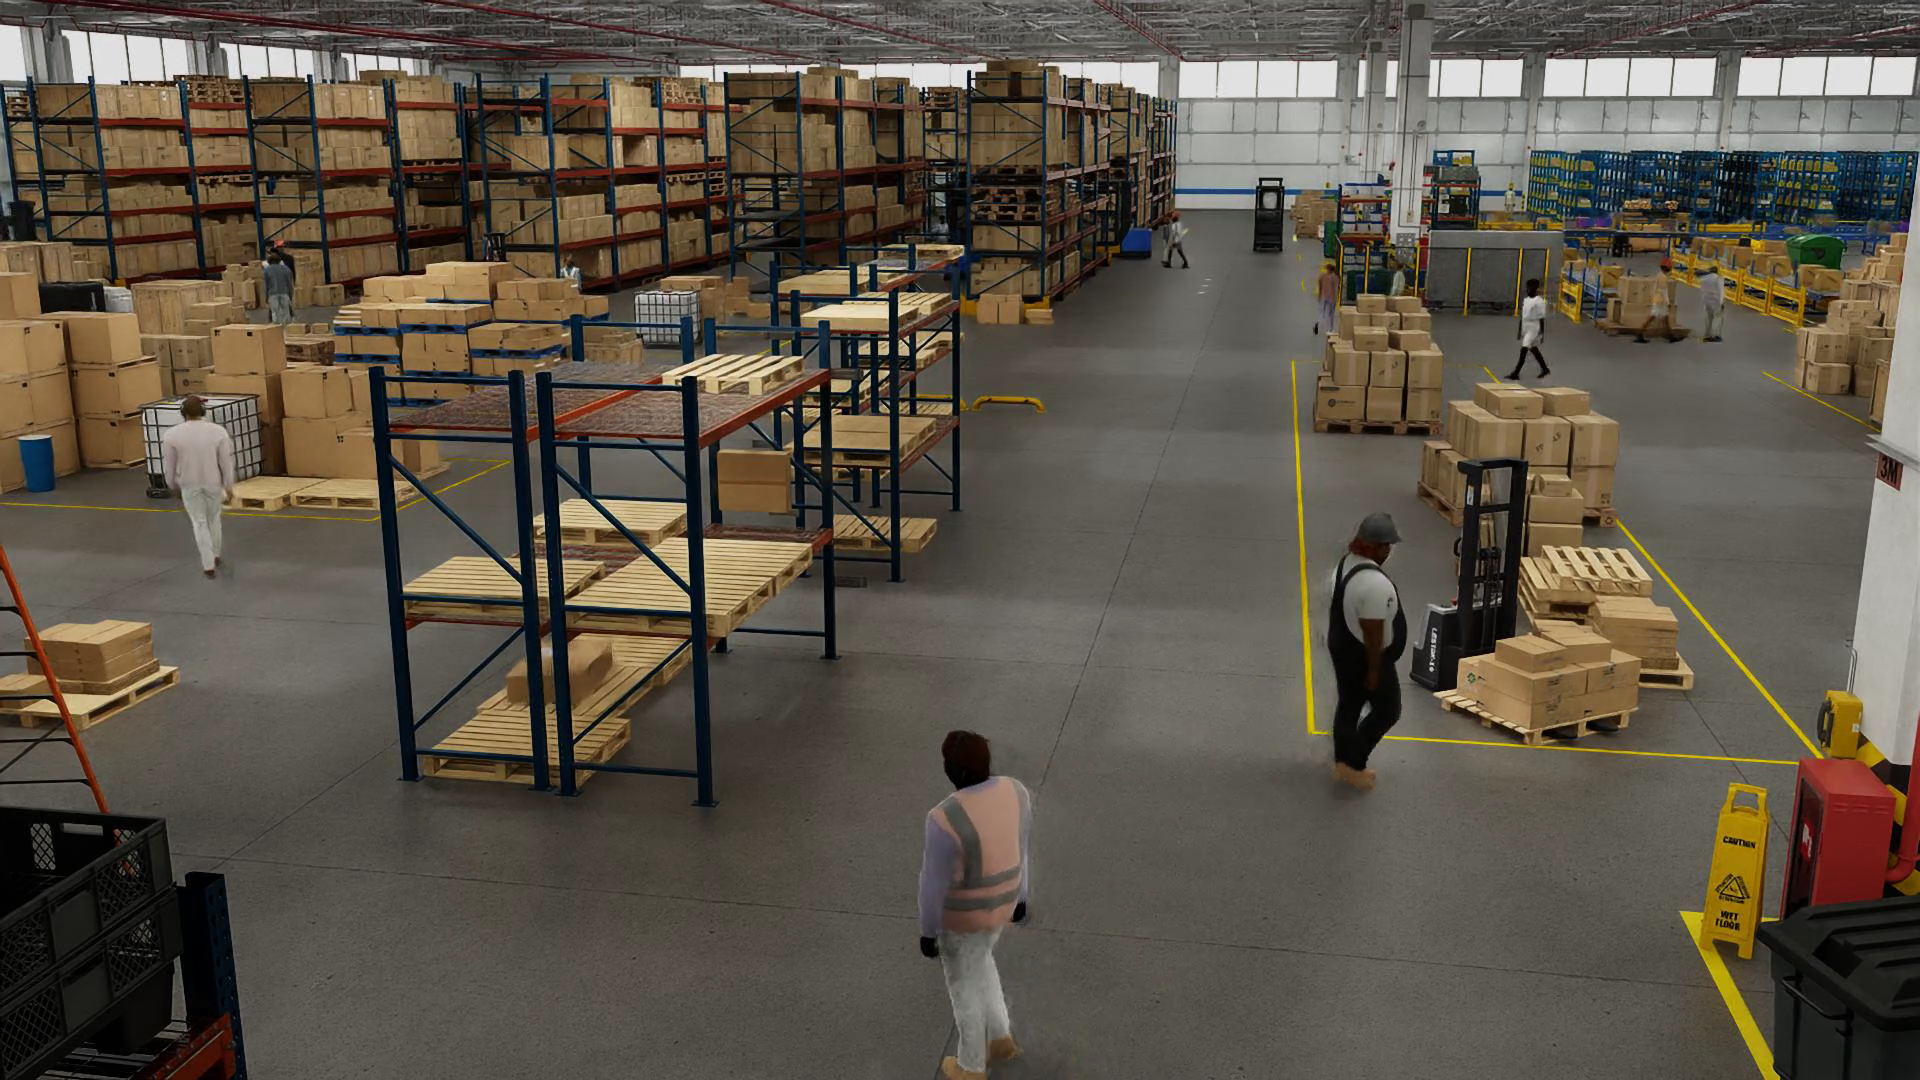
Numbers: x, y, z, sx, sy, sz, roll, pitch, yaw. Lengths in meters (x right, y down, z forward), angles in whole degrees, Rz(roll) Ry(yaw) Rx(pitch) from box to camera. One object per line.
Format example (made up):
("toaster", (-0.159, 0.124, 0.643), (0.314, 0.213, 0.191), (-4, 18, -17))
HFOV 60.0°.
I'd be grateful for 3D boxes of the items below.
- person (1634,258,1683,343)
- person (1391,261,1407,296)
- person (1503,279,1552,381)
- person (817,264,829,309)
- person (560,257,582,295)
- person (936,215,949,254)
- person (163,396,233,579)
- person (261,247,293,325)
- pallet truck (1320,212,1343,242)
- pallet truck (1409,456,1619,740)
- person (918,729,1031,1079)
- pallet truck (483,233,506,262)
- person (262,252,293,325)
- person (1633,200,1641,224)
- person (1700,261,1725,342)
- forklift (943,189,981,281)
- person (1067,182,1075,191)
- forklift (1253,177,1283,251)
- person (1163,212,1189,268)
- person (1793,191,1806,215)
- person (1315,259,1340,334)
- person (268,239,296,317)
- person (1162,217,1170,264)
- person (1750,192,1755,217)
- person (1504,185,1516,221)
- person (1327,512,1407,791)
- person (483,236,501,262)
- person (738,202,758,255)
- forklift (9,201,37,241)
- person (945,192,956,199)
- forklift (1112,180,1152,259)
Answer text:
("person", (15.426, -5.254, 36.604), (1.011, 1.890, 0.550), (5, 15, 21))
("person", (10.434, -5.777, 39.261), (0.835, 1.597, 0.534), (4, 14, 16))
("person", (10.748, -3.942, 31.186), (0.997, 1.929, 0.620), (-2, 14, -10))
("person", (-3.062, -5.331, 37.282), (0.322, 1.696, 0.536), (0, 14, 1))
("person", (-9.420, -6.039, 40.296), (0.524, 1.631, 0.323), (1, 14, 3))
("person", (-0.596, -10.665, 58.992), (0.544, 1.664, 0.786), (-4, 14, -17))
("person", (-8.063, -0.580, 17.587), (0.633, 1.896, 0.962), (-10, 17, -34))
("person", (-16.431, -6.073, 39.912), (0.608, 1.892, 0.625), (1, 14, 3))
("pallet truck", (15.874, -13.227, 70.310), (0.680, 1.201, 1.601), (10, 17, 35))
("pallet truck", (4.504, 0.400, 13.395), (0.823, 1.965, 1.885), (-6, 15, -23))
("person", (0.051, 1.794, 8.083), (0.653, 1.825, 0.452), (-13, 19, -42))
("pallet truck", (-11.832, -7.026, 43.548), (1.885, 1.965, 0.823), (8, 16, 28))
("person", (-15.402, -5.524, 37.591), (0.630, 1.931, 0.366), (-10, 17, -35))
("person", (28.683, -13.597, 70.731), (0.620, 1.744, 0.532), (3, 14, 12))
("person", (16.687, -5.272, 36.830), (0.446, 1.795, 0.620), (-7, 15, -25))
("forklift", (0.150, -9.503, 51.784), (1.129, 2.768, 1.873), (3, 14, 10))
("person", (5.810, -18.008, 88.255), (0.638, 1.941, 1.019), (1, 14, 5))
("forklift", (12.083, -12.747, 64.956), (1.129, 2.768, 1.873), (3, 14, 10))
("person", (7.401, -10.208, 56.666), (0.934, 1.907, 0.554), (12, 18, 41))
("person", (40.529, -16.104, 80.539), (1.030, 1.928, 0.710), (-13, 19, -42))
("person", (8.366, -5.521, 37.938), (0.522, 1.752, 0.625), (10, 17, 35))
("person", (-16.938, -6.527, 41.585), (0.627, 1.969, 0.834), (-4, 15, -17))
("person", (7.290, -10.579, 58.717), (0.278, 1.636, 0.501), (0, 14, 0))
("person", (38.318, -16.078, 80.659), (0.704, 1.820, 0.574), (4, 14, 17))
("person", (28.690, -17.576, 86.721), (0.602, 1.829, 0.404), (12, 18, 41))
("person", (2.886, 0.777, 11.778), (0.535, 2.000, 0.692), (-3, 14, -12))
("person", (-14.161, -8.620, 50.371), (0.619, 1.836, 0.431), (-12, 18, -39))
("person", (-8.141, -11.810, 62.997), (1.048, 1.991, 0.623), (7, 15, 25))
("forklift", (-24.136, -7.368, 43.119), (1.873, 2.768, 1.129), (-3, 14, -13))
("person", (-0.531, -18.859, 91.974), (0.595, 1.818, 0.460), (1, 14, 6))
("forklift", (6.082, -11.722, 60.796), (1.873, 2.768, 1.129), (2, 14, 9))
